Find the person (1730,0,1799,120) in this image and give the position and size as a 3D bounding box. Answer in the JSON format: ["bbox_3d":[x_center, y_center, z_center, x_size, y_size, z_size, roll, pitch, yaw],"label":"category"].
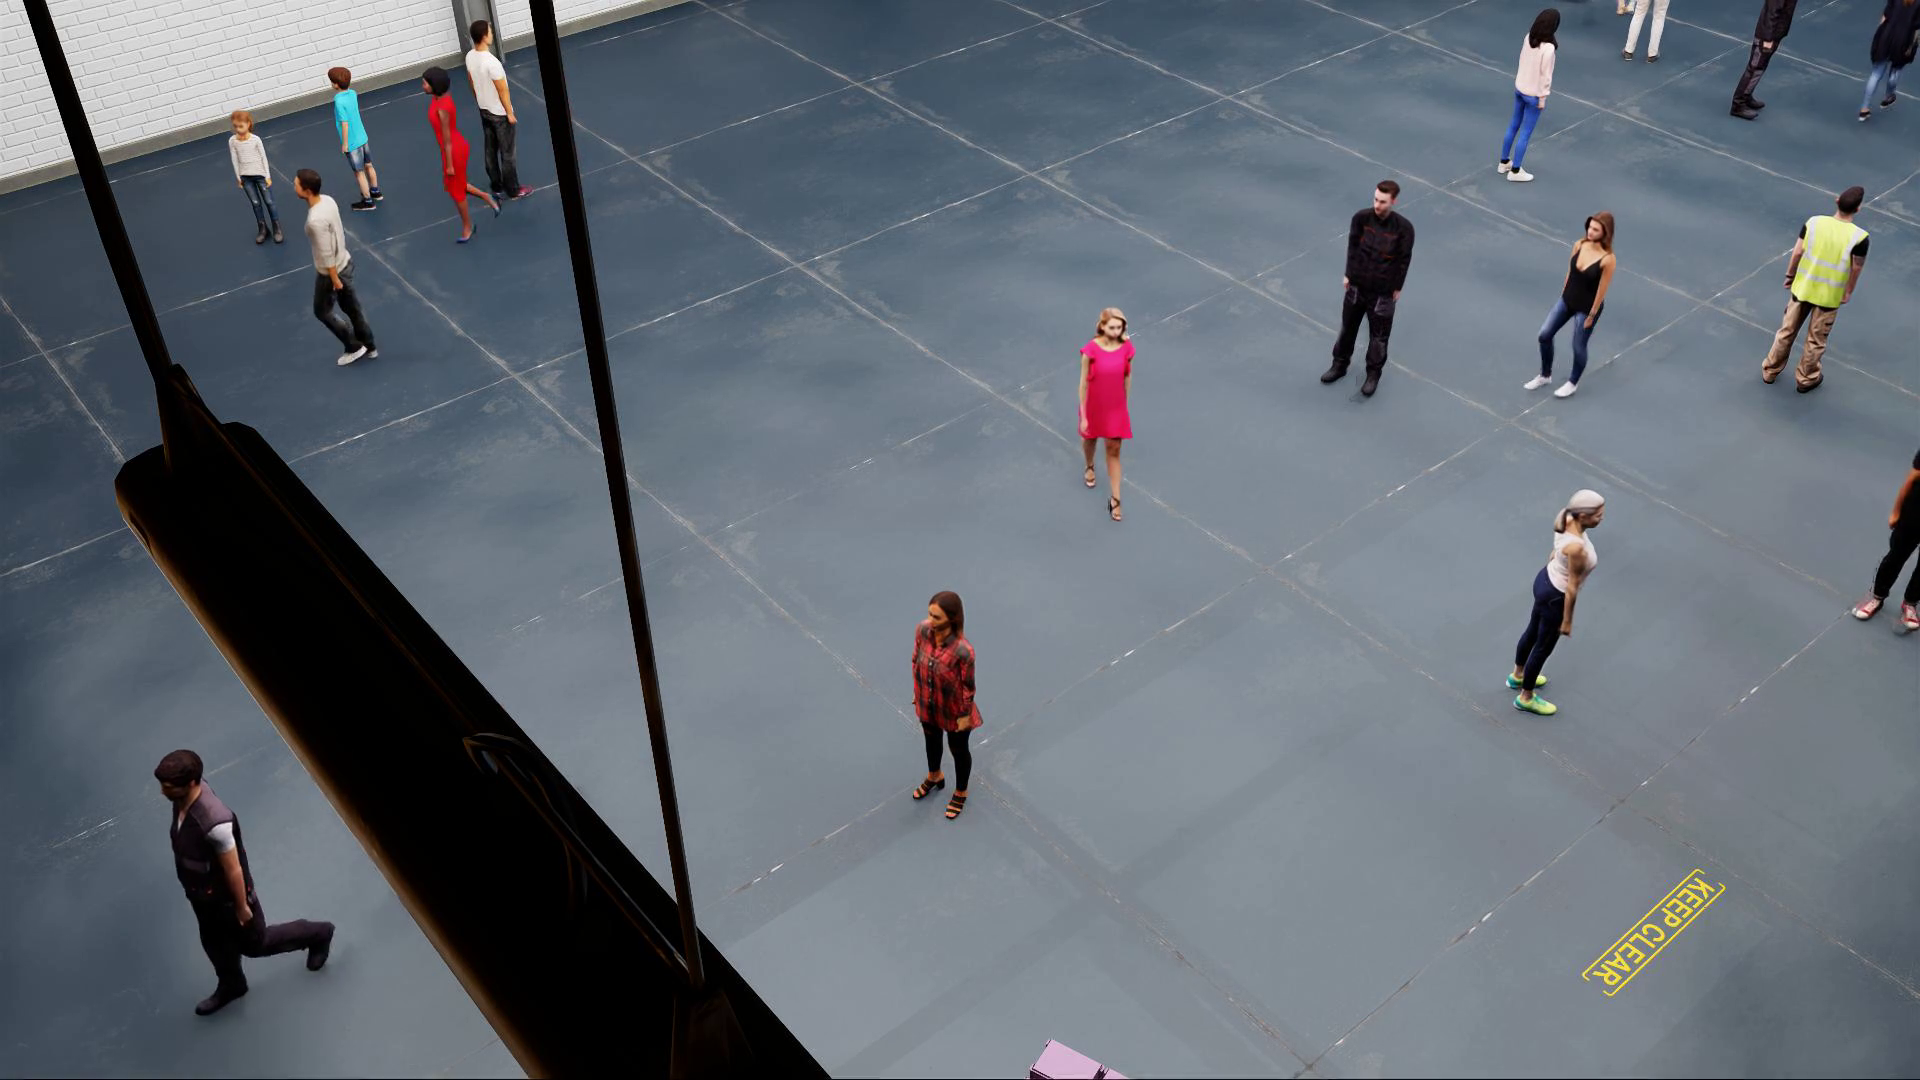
[{"bbox_3d":[8.768,-5.513,18.027,0.832,1.838,0.632,21,43,24],"label":"person"}]

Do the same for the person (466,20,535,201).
[{"bbox_3d":[-4.623,-4.256,16.485,0.690,1.798,0.622,24,45,27],"label":"person"}]

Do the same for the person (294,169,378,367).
[{"bbox_3d":[-5.193,-2.309,14.046,0.816,1.799,0.776,-2,39,-3],"label":"person"}]

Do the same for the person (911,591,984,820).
[{"bbox_3d":[-0.091,0.971,10.016,0.648,1.704,0.607,27,46,29],"label":"person"}]

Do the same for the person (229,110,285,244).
[{"bbox_3d":[-6.741,-3.482,15.903,0.554,1.315,0.623,-4,39,-5],"label":"person"}]

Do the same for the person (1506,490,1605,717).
[{"bbox_3d":[3.838,0.377,10.758,0.734,1.706,0.678,2,39,3],"label":"person"}]

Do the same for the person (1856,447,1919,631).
[{"bbox_3d":[6.640,-0.152,11.386,0.722,1.749,0.696,24,44,27],"label":"person"}]

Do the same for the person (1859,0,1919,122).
[{"bbox_3d":[10.051,-5.327,17.941,0.679,1.655,0.977,31,48,33],"label":"person"}]

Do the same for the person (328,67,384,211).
[{"bbox_3d":[-5.984,-3.981,16.421,0.653,1.449,0.589,4,39,5],"label":"person"}]

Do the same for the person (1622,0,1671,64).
[{"bbox_3d":[8.048,-6.427,19.199,0.755,1.803,0.758,15,41,18],"label":"person"}]

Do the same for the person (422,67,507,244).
[{"bbox_3d":[-4.717,-3.660,15.793,0.850,1.730,0.706,-17,42,-20],"label":"person"}]

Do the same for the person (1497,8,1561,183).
[{"bbox_3d":[5.765,-4.519,16.839,0.701,1.768,0.724,-9,40,-12],"label":"person"}]

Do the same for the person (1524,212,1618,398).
[{"bbox_3d":[5.154,-1.948,13.669,0.692,1.707,0.639,-21,43,-24],"label":"person"}]

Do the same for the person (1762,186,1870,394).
[{"bbox_3d":[7.082,-2.071,13.711,0.735,1.846,0.758,29,47,32],"label":"person"}]

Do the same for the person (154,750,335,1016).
[{"bbox_3d":[-3.878,1.785,8.896,0.733,1.829,1.046,31,48,33],"label":"person"}]

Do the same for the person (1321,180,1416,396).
[{"bbox_3d":[3.391,-2.096,13.691,0.753,1.910,0.691,21,43,24],"label":"person"}]

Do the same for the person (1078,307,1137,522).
[{"bbox_3d":[1.053,-1.055,12.558,1.015,1.697,0.984,-3,39,-4],"label":"person"}]
